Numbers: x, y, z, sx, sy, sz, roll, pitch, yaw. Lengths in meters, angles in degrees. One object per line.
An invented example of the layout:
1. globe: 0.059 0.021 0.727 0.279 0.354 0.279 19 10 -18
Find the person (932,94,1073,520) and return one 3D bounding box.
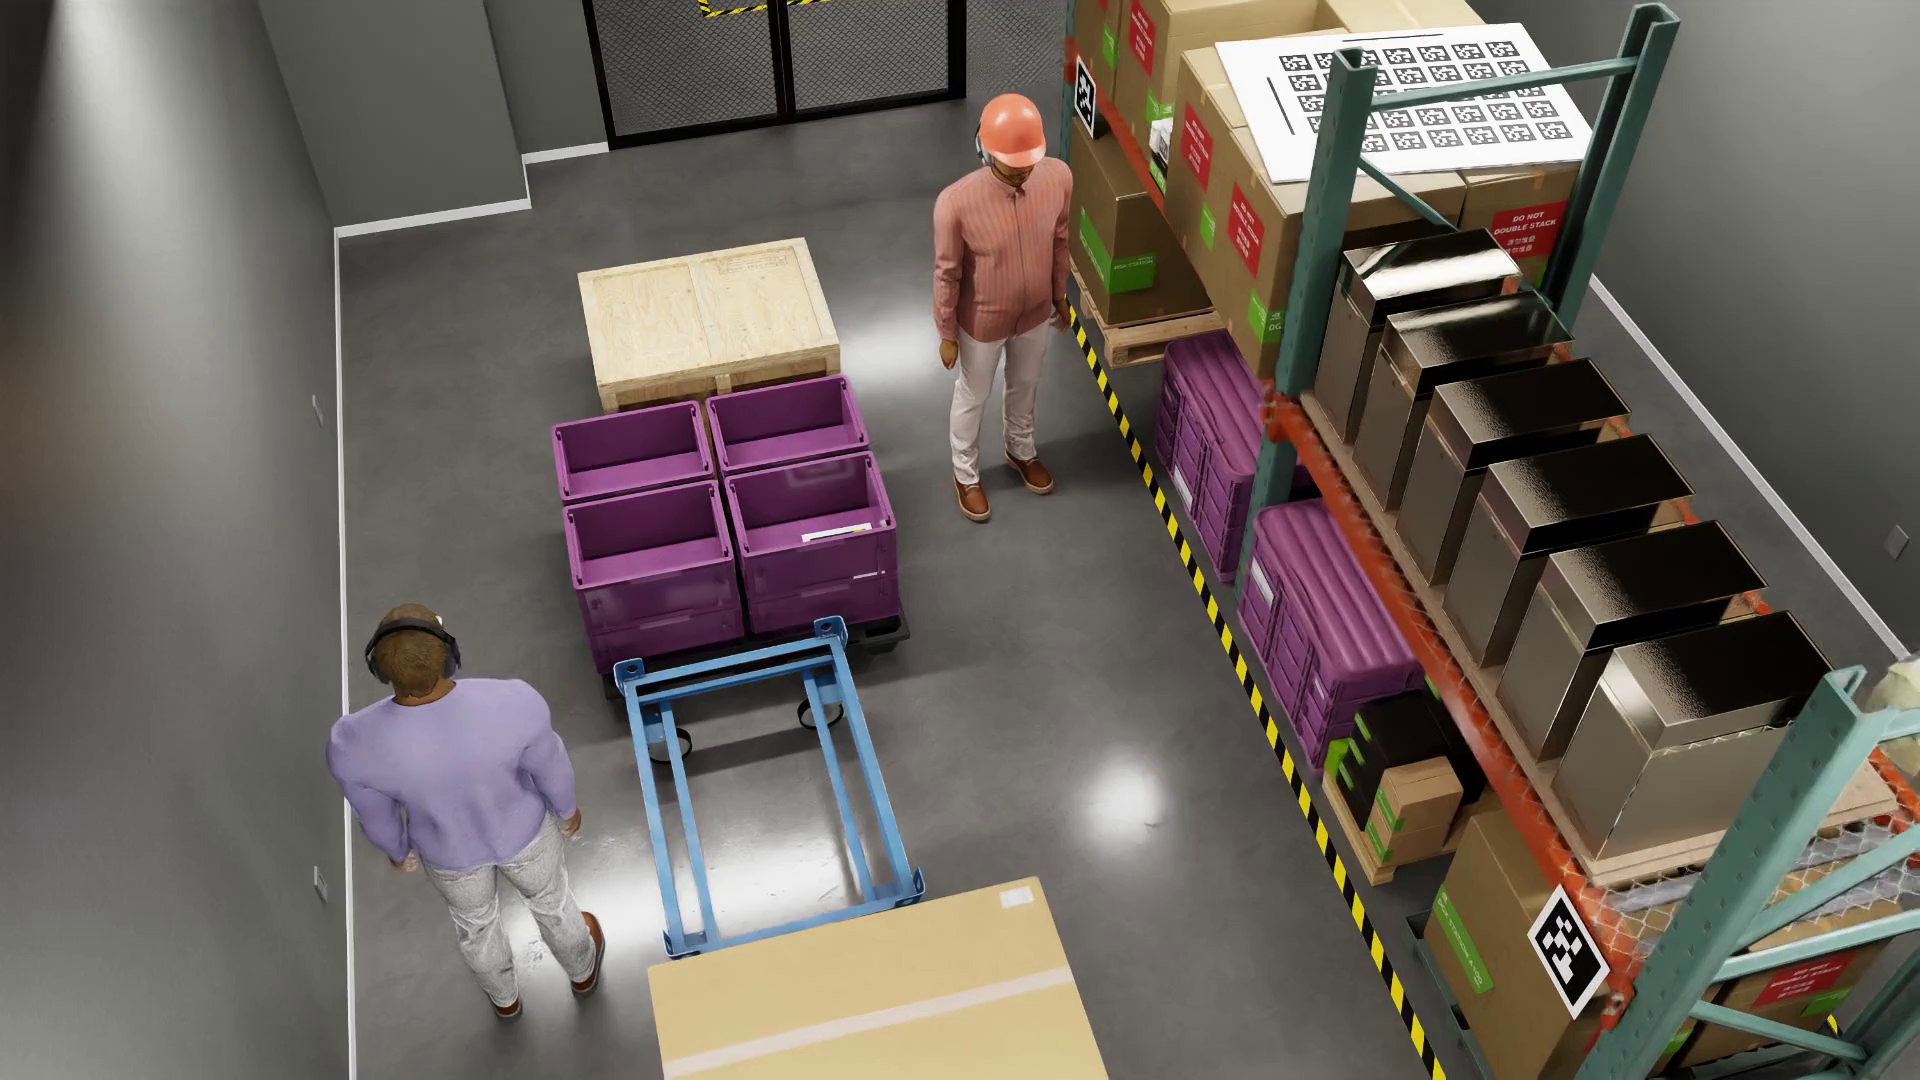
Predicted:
1. person: 0.184 -0.918 6.691 0.624 1.993 0.385 -23 51 -19

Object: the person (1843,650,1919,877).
1. person: 3.038 0.761 5.270 0.597 1.819 0.428 -11 48 -10

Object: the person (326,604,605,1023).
1. person: -1.468 0.873 5.084 0.627 1.941 0.371 -12 49 -11
